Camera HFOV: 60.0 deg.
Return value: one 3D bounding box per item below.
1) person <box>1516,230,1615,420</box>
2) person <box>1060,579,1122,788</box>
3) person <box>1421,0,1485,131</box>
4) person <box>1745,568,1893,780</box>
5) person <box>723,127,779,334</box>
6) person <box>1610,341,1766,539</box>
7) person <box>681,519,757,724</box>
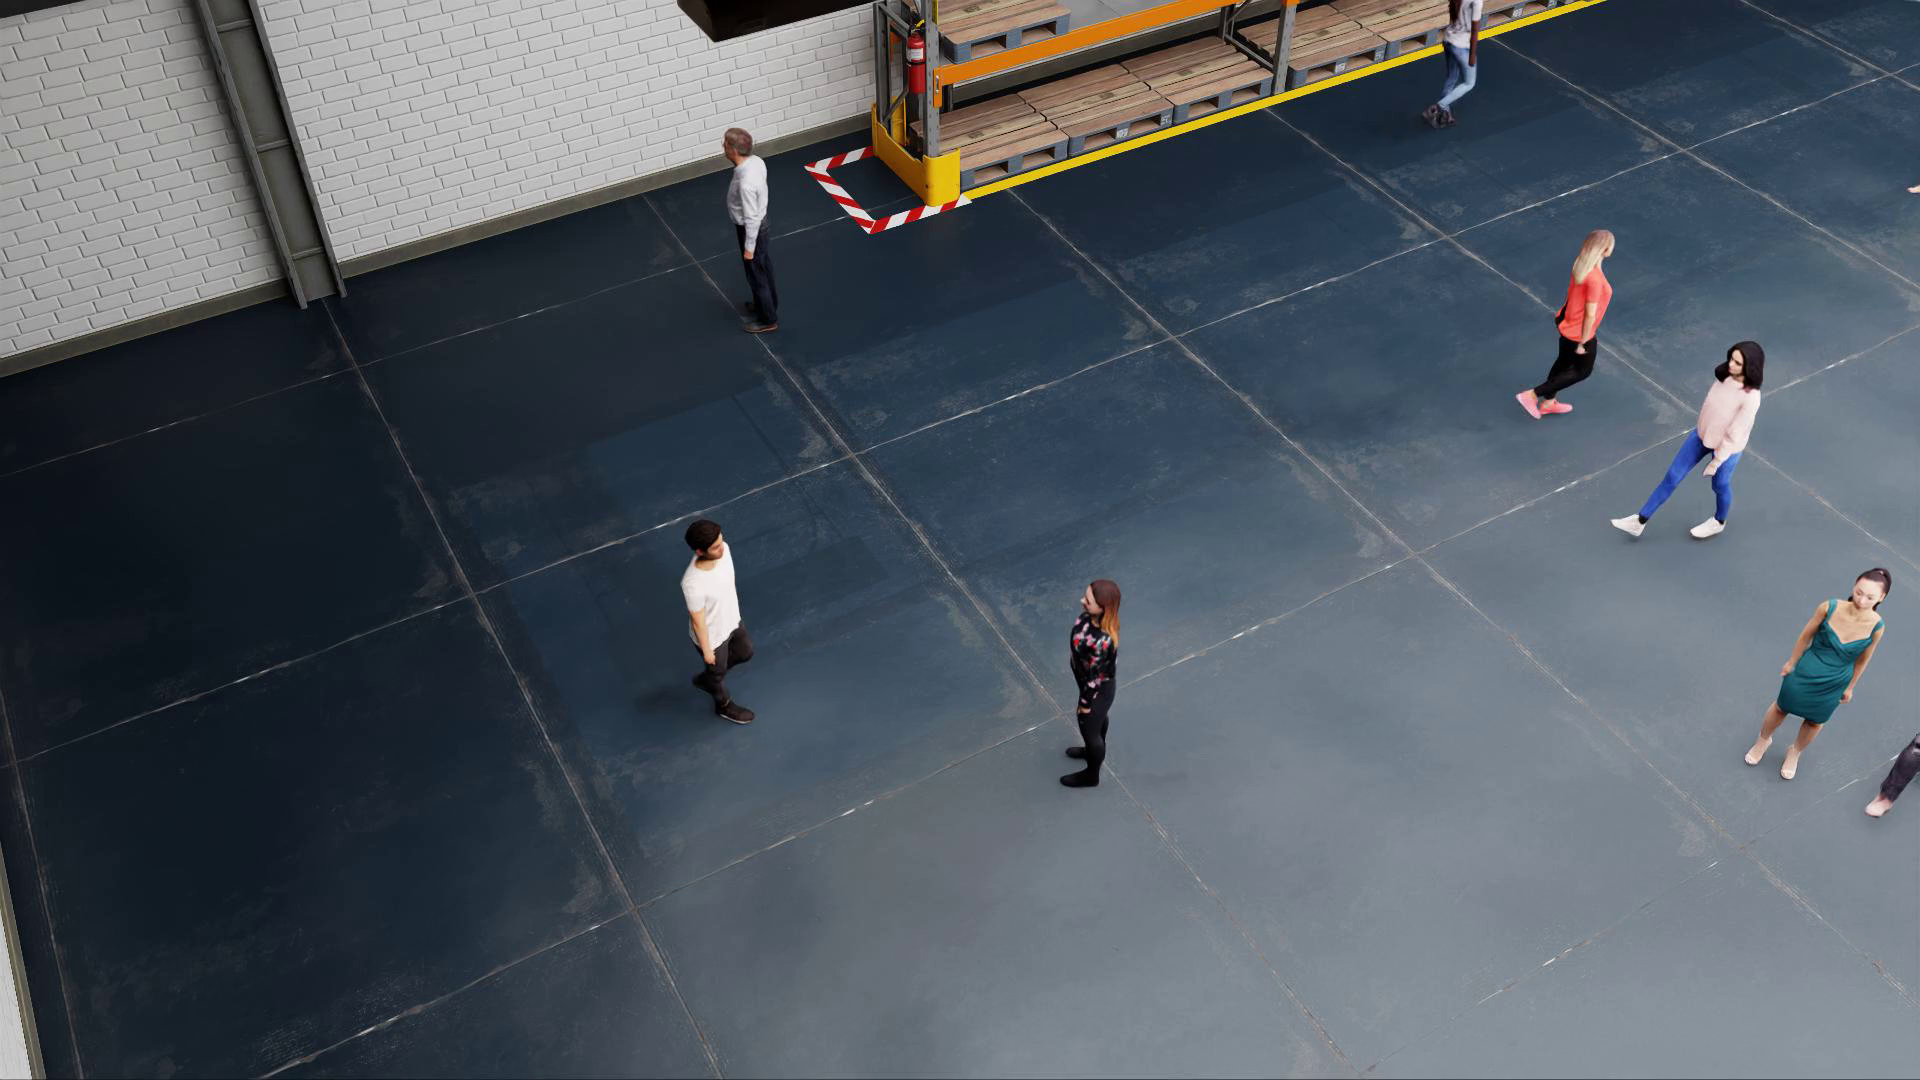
[{"bbox_3d":[4.543,-1.579,12.507,0.864,1.682,0.781,0,44,0],"label":"person"},{"bbox_3d":[0.829,0.834,9.973,0.686,1.683,0.657,3,44,3],"label":"person"},{"bbox_3d":[4.659,-4.644,15.698,0.782,1.717,0.662,-15,46,-15],"label":"person"},{"bbox_3d":[5.176,0.812,9.995,0.625,1.685,0.630,24,48,23],"label":"person"},{"bbox_3d":[-1.669,-2.495,13.370,0.736,1.817,0.737,0,44,0],"label":"person"},{"bbox_3d":[5.313,-0.649,11.504,1.191,1.719,0.901,-7,44,-8],"label":"person"},{"bbox_3d":[-1.577,0.488,10.312,0.865,1.716,0.798,14,45,14],"label":"person"}]
